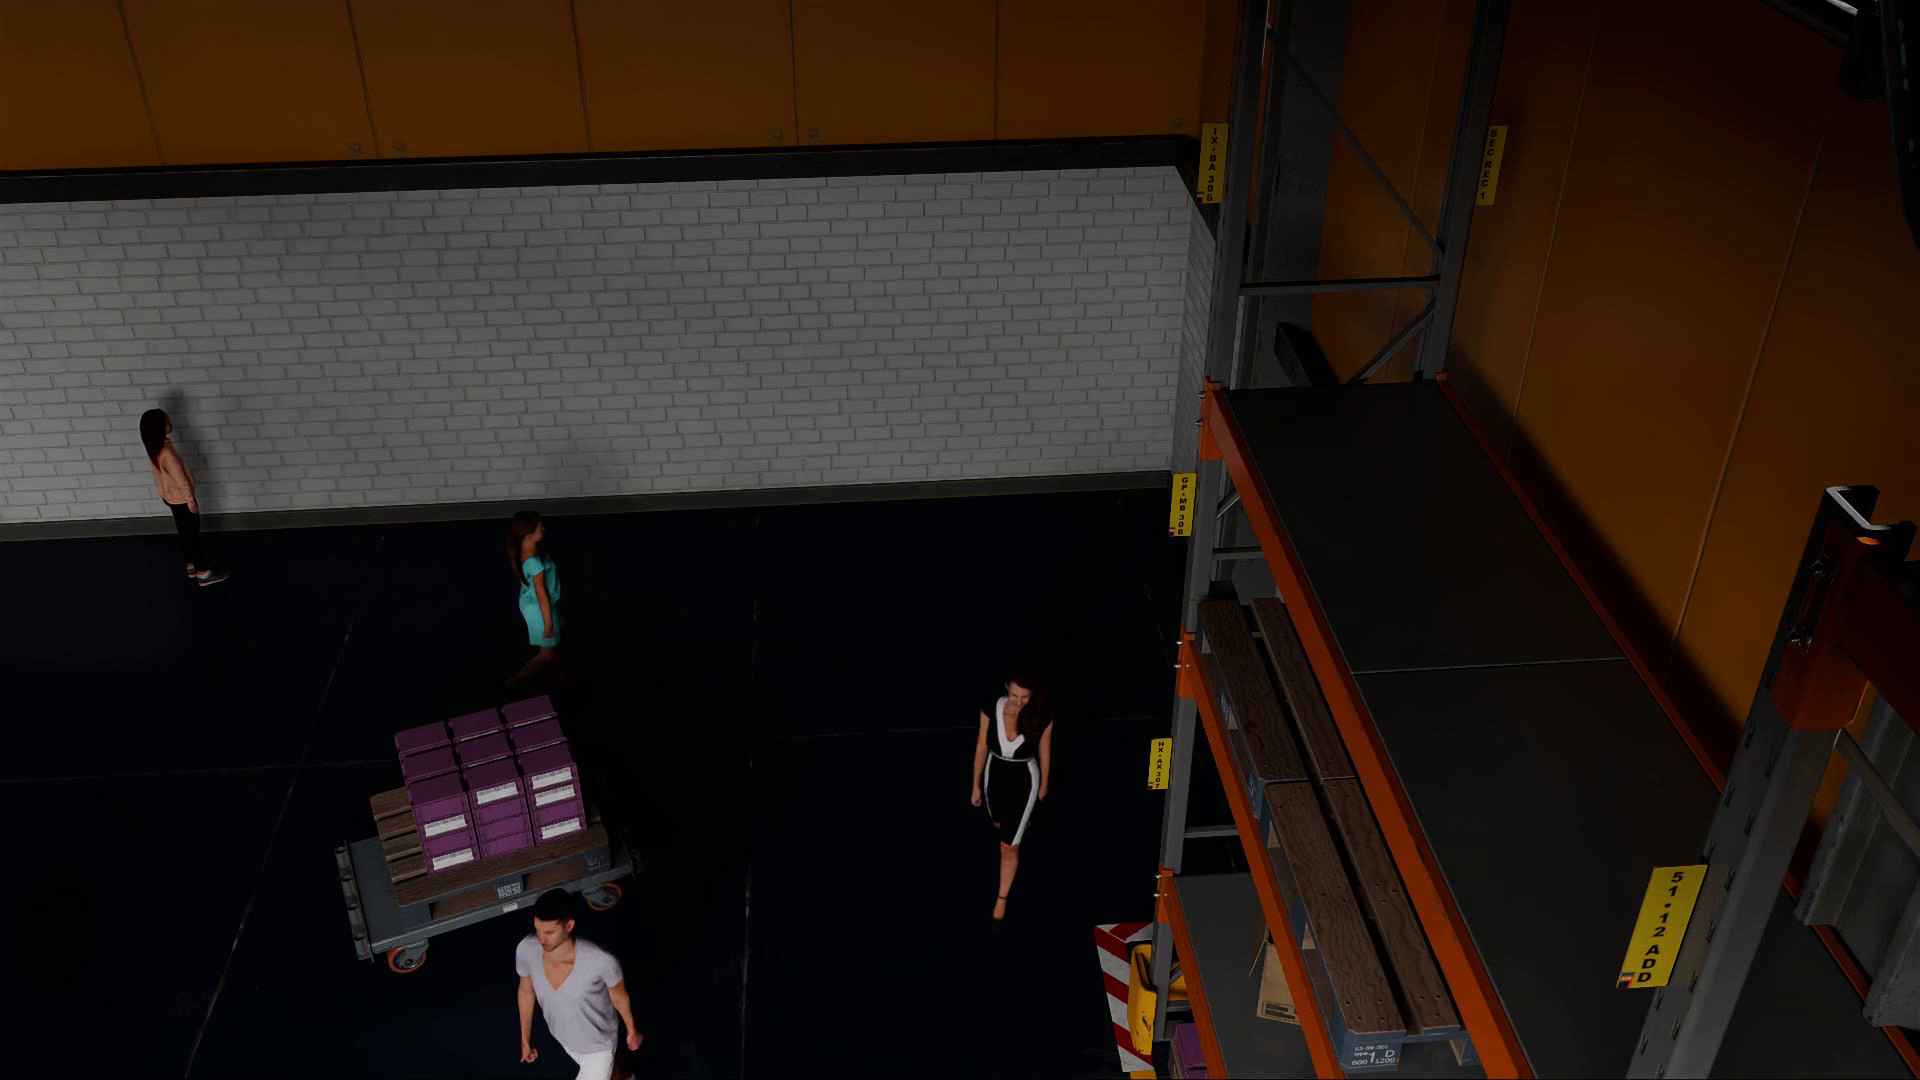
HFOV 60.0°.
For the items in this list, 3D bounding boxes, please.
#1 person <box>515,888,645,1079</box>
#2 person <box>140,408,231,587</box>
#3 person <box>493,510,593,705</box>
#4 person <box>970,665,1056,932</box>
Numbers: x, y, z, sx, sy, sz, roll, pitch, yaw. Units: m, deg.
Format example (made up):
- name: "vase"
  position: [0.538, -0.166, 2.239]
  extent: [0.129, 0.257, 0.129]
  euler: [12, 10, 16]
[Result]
- name: "person"
  position: [-1.818, 2.348, 8.203]
  extent: [1.031, 1.793, 1.317]
  euler: [11, 35, 15]
- name: "person"
  position: [-5.878, -0.335, 12.519]
  extent: [0.708, 1.484, 0.629]
  euler: [-28, 43, -35]
- name: "person"
  position: [-2.900, 0.490, 11.224]
  extent: [0.855, 1.544, 0.929]
  euler: [-19, 38, -26]
- name: "person"
  position: [0.314, 1.389, 9.671]
  extent: [0.883, 1.766, 1.168]
  euler: [11, 35, 15]
